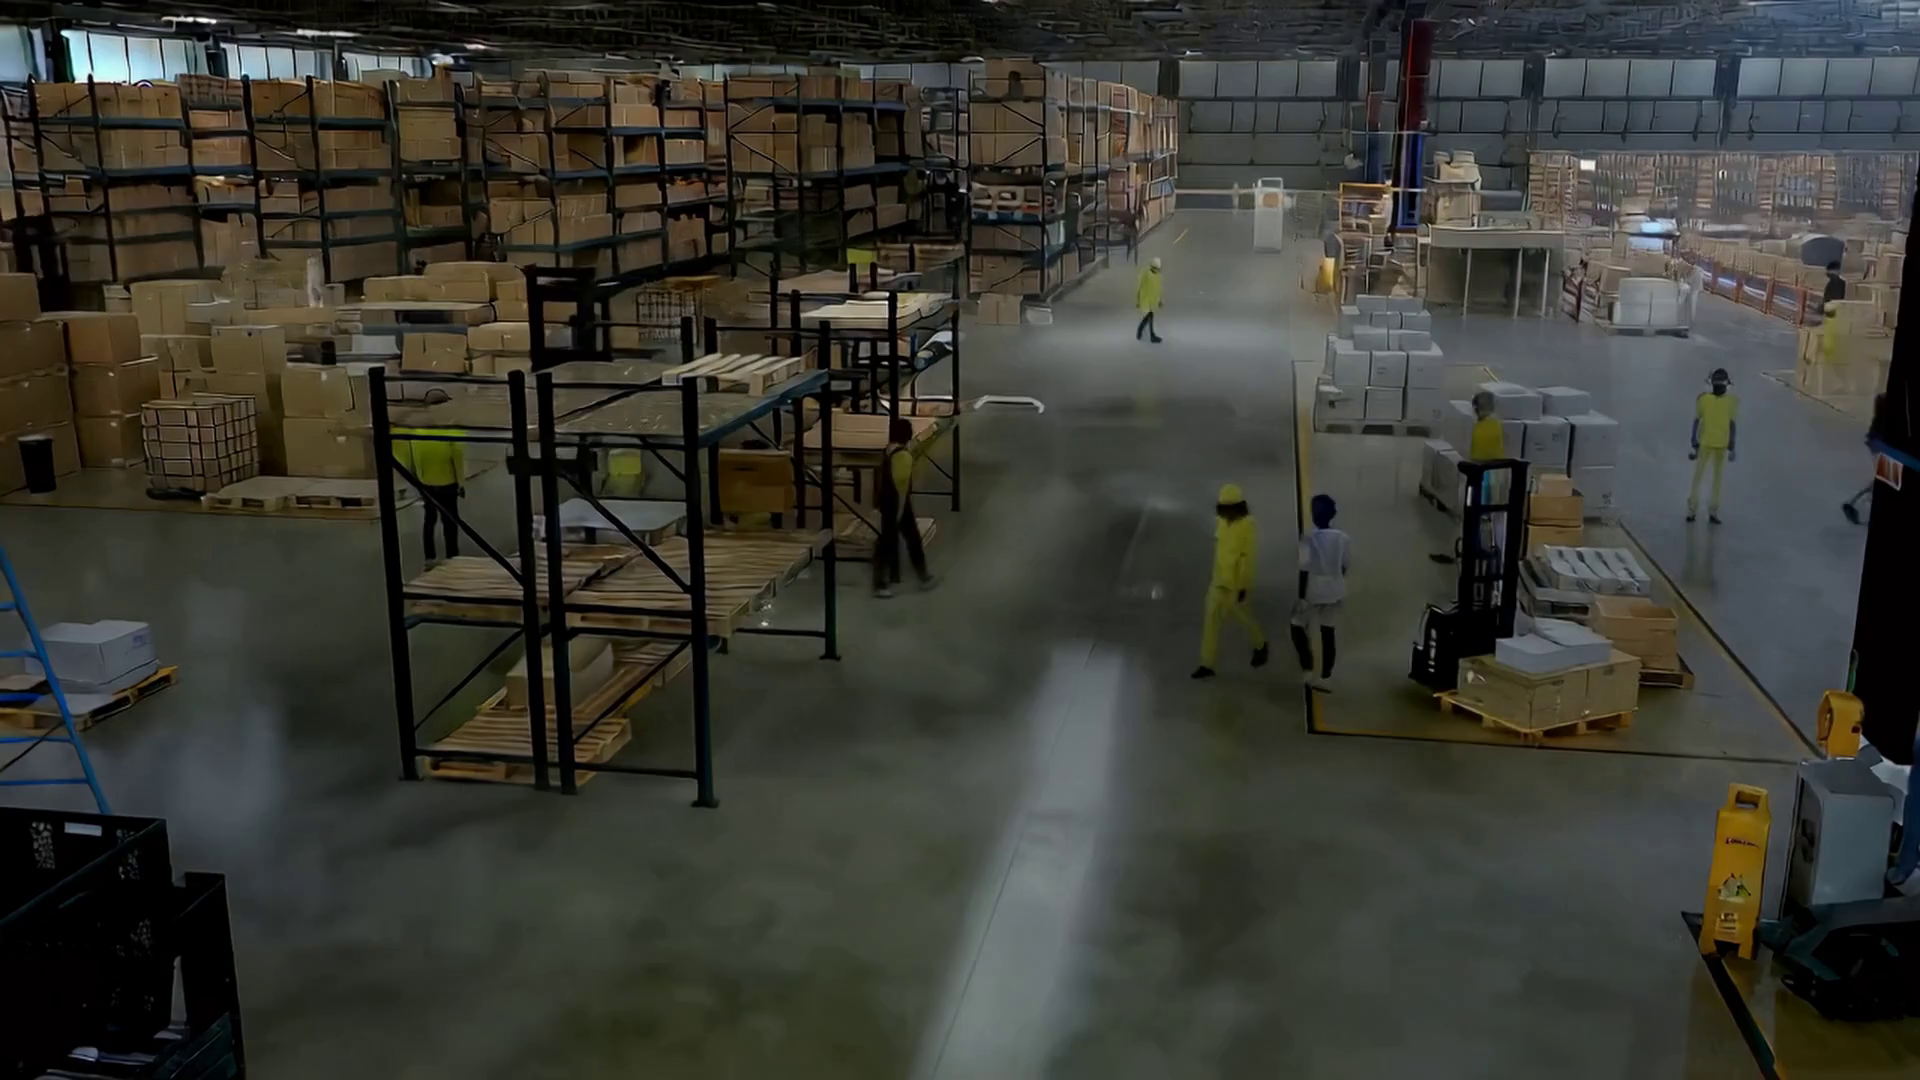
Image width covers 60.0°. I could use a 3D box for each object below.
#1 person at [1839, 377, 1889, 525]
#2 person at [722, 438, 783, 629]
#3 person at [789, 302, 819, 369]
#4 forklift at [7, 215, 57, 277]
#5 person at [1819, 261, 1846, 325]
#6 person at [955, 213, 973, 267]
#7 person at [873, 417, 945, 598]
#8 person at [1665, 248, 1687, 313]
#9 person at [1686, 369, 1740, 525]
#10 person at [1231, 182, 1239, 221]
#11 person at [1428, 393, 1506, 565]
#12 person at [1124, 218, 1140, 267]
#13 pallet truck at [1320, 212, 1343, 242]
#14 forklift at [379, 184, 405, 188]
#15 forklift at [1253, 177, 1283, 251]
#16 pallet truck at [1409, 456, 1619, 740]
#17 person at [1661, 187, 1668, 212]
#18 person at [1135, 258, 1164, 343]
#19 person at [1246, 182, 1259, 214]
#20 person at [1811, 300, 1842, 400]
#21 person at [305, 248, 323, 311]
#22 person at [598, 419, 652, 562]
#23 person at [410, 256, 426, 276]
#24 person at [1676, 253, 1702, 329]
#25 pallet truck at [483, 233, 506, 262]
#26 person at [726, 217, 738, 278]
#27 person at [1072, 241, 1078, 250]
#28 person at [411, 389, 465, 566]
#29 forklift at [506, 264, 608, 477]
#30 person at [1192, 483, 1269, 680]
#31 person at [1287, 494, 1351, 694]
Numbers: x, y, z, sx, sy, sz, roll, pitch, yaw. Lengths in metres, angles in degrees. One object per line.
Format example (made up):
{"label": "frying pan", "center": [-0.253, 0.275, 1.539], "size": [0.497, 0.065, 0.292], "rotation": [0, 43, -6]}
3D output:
{"label": "person", "center": [10.762, -1.051, 19.456], "size": [0.524, 1.926, 0.634], "rotation": [10, 17, 36]}
{"label": "person", "center": [-1.974, -0.047, 15.537], "size": [0.633, 1.839, 0.429], "rotation": [3, 14, 11]}
{"label": "person", "center": [-2.746, -3.677, 30.045], "size": [0.644, 1.943, 0.686], "rotation": [5, 15, 19]}
{"label": "forklift", "center": [-19.961, -5.607, 35.969], "size": [1.873, 2.768, 1.129], "rotation": [2, 14, 10]}
{"label": "person", "center": [17.899, -4.722, 34.196], "size": [0.382, 1.993, 0.622], "rotation": [-1, 14, -4]}
{"label": "person", "center": [0.117, -10.413, 57.684], "size": [0.623, 1.821, 0.815], "rotation": [-8, 16, -29]}
{"label": "person", "center": [-0.542, -0.342, 16.780], "size": [0.881, 1.804, 0.514], "rotation": [-10, 17, -35]}
{"label": "person", "center": [18.397, -6.689, 42.820], "size": [0.532, 1.677, 0.733], "rotation": [4, 14, 17]}
{"label": "person", "center": [8.961, -1.113, 19.801], "size": [0.507, 1.872, 0.329], "rotation": [4, 14, 14]}
{"label": "person", "center": [14.285, -17.580, 86.435], "size": [0.415, 1.985, 0.611], "rotation": [1, 14, 5]}
{"label": "person", "center": [5.669, -0.653, 17.924], "size": [1.042, 1.886, 0.657], "rotation": [1, 14, 5]}
{"label": "person", "center": [5.938, -10.291, 57.444], "size": [0.542, 1.678, 0.670], "rotation": [-4, 14, -16]}
{"label": "pallet truck", "center": [15.874, -13.227, 70.310], "size": [0.680, 1.201, 1.601], "rotation": [10, 17, 35]}
{"label": "forklift", "center": [-19.178, -10.696, 56.630], "size": [1.129, 2.768, 1.873], "rotation": [3, 14, 10]}
{"label": "forklift", "center": [12.083, -12.747, 64.956], "size": [1.129, 2.768, 1.873], "rotation": [3, 14, 10]}
{"label": "pallet truck", "center": [4.504, 0.400, 13.395], "size": [0.823, 1.965, 1.885], "rotation": [-6, 15, -23]}
{"label": "person", "center": [37.456, -17.975, 88.358], "size": [0.569, 1.827, 0.575], "rotation": [6, 15, 24]}
{"label": "person", "center": [4.172, -5.326, 36.909], "size": [0.593, 1.881, 1.014], "rotation": [-10, 17, -36]}
{"label": "person", "center": [16.472, -19.152, 93.139], "size": [0.782, 1.823, 0.627], "rotation": [-4, 15, -18]}
{"label": "person", "center": [15.113, -3.297, 28.896], "size": [0.417, 1.751, 0.550], "rotation": [5, 15, 19]}
{"label": "person", "center": [-16.854, -6.786, 43.319], "size": [0.419, 1.622, 0.535], "rotation": [-13, 19, -42]}
{"label": "person", "center": [-3.650, -0.712, 18.156], "size": [0.590, 1.892, 0.826], "rotation": [-2, 14, -10]}
{"label": "person", "center": [-12.085, -5.441, 37.413], "size": [0.555, 1.847, 0.767], "rotation": [-4, 14, -16]}
{"label": "person", "center": [17.277, -5.913, 39.480], "size": [0.614, 1.777, 0.942], "rotation": [2, 14, 8]}
{"label": "pallet truck", "center": [-11.832, -7.026, 43.548], "size": [1.885, 1.965, 0.823], "rotation": [8, 16, 28]}
{"label": "person", "center": [-7.282, -9.346, 53.128], "size": [0.392, 1.920, 0.592], "rotation": [-5, 15, -21]}
{"label": "person", "center": [3.863, -10.923, 59.652], "size": [0.965, 1.857, 0.638], "rotation": [4, 14, 16]}
{"label": "person", "center": [-5.603, -0.668, 17.891], "size": [0.612, 1.924, 0.396], "rotation": [4, 14, 15]}
{"label": "forklift", "center": [-5.445, -2.379, 22.864], "size": [1.129, 2.768, 1.873], "rotation": [3, 14, 10]}
{"label": "person", "center": [2.378, 0.330, 14.270], "size": [0.757, 1.713, 0.489], "rotation": [-13, 19, -43]}
{"label": "person", "center": [2.988, 0.450, 13.832], "size": [0.546, 1.677, 0.403], "rotation": [-7, 16, -27]}
